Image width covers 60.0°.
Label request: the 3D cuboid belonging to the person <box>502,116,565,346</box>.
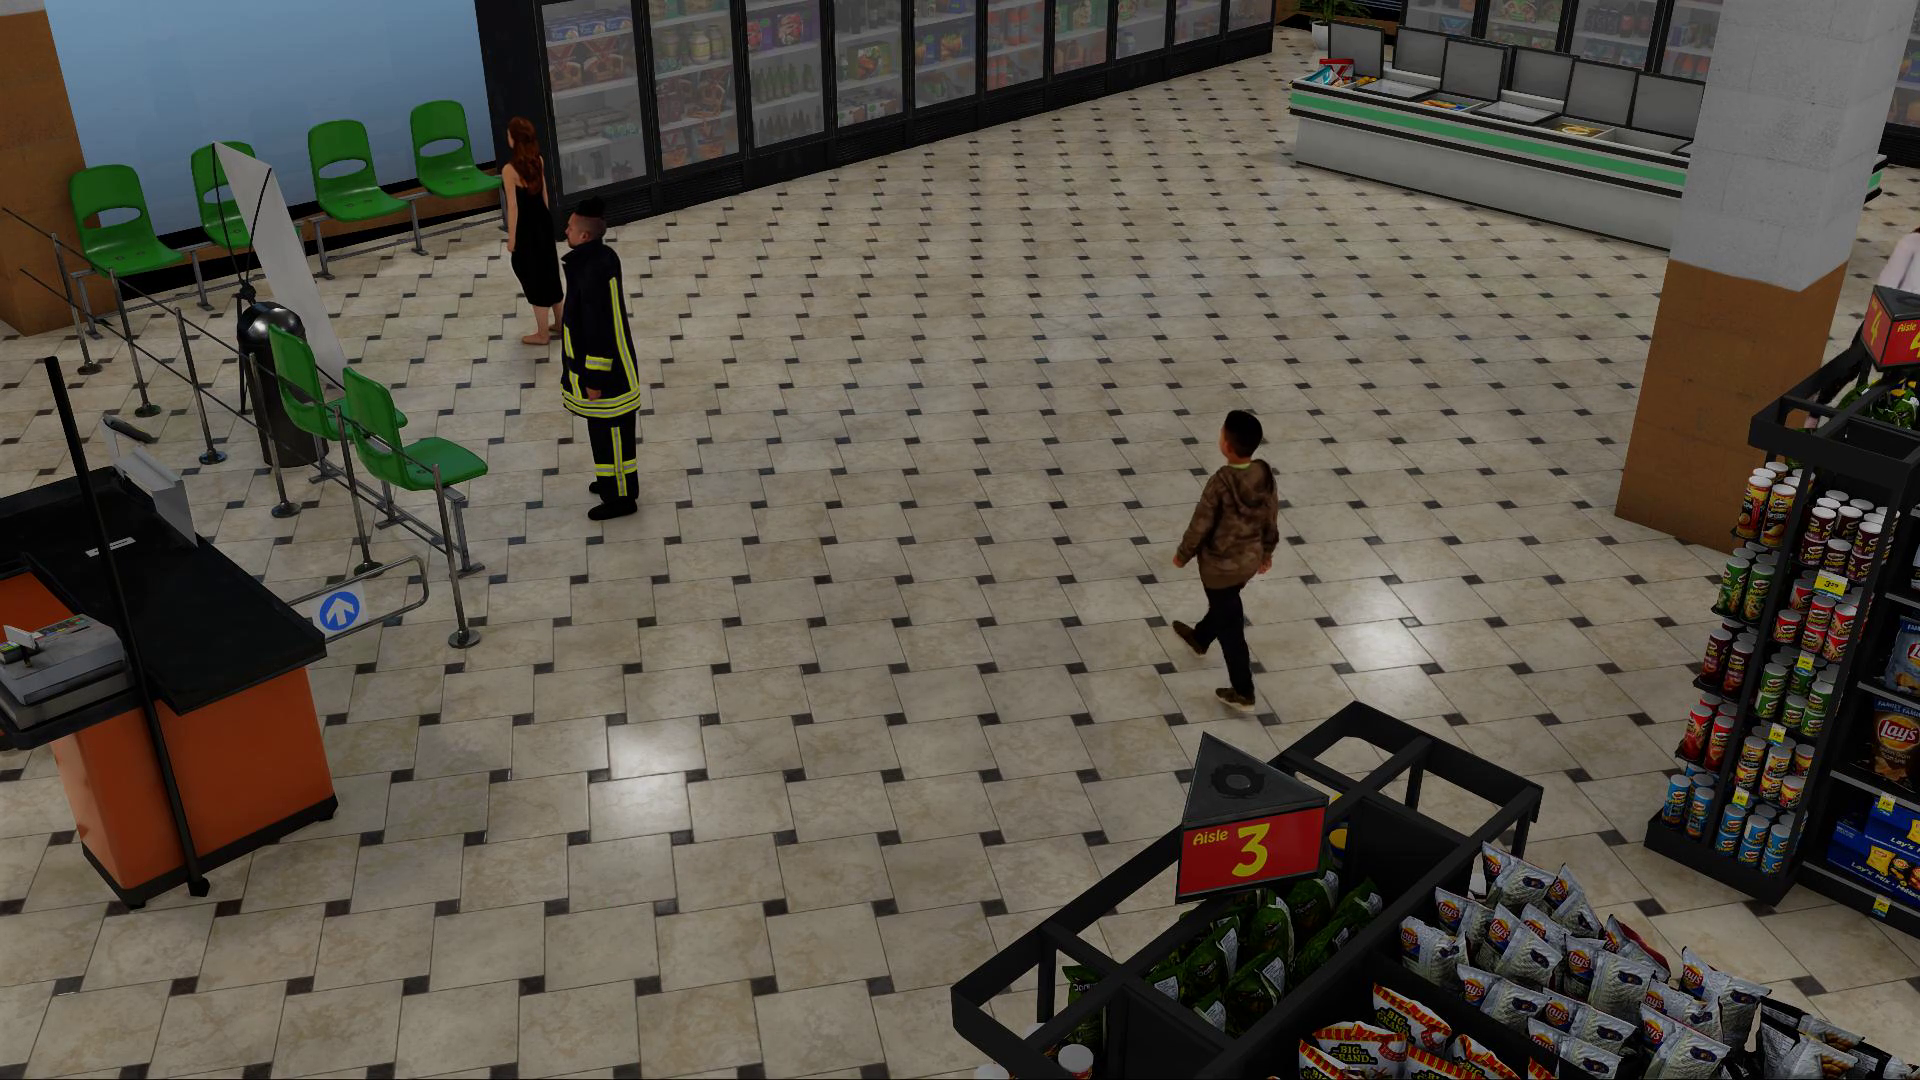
[{"bbox_3d":[-3.012,-2.176,11.733,0.645,1.624,0.634,15,32,25],"label":"person"}]

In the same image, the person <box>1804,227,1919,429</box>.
[{"bbox_3d":[5.543,-1.264,9.966,0.973,1.716,1.066,0,29,0],"label":"person"}]

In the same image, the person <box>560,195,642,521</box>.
[{"bbox_3d":[-2.023,-1.029,9.386,0.938,1.861,0.851,-4,29,-7],"label":"person"}]

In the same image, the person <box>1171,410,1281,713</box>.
[{"bbox_3d":[1.300,0.132,7.719,0.713,1.419,1.011,-18,33,-30],"label":"person"}]
